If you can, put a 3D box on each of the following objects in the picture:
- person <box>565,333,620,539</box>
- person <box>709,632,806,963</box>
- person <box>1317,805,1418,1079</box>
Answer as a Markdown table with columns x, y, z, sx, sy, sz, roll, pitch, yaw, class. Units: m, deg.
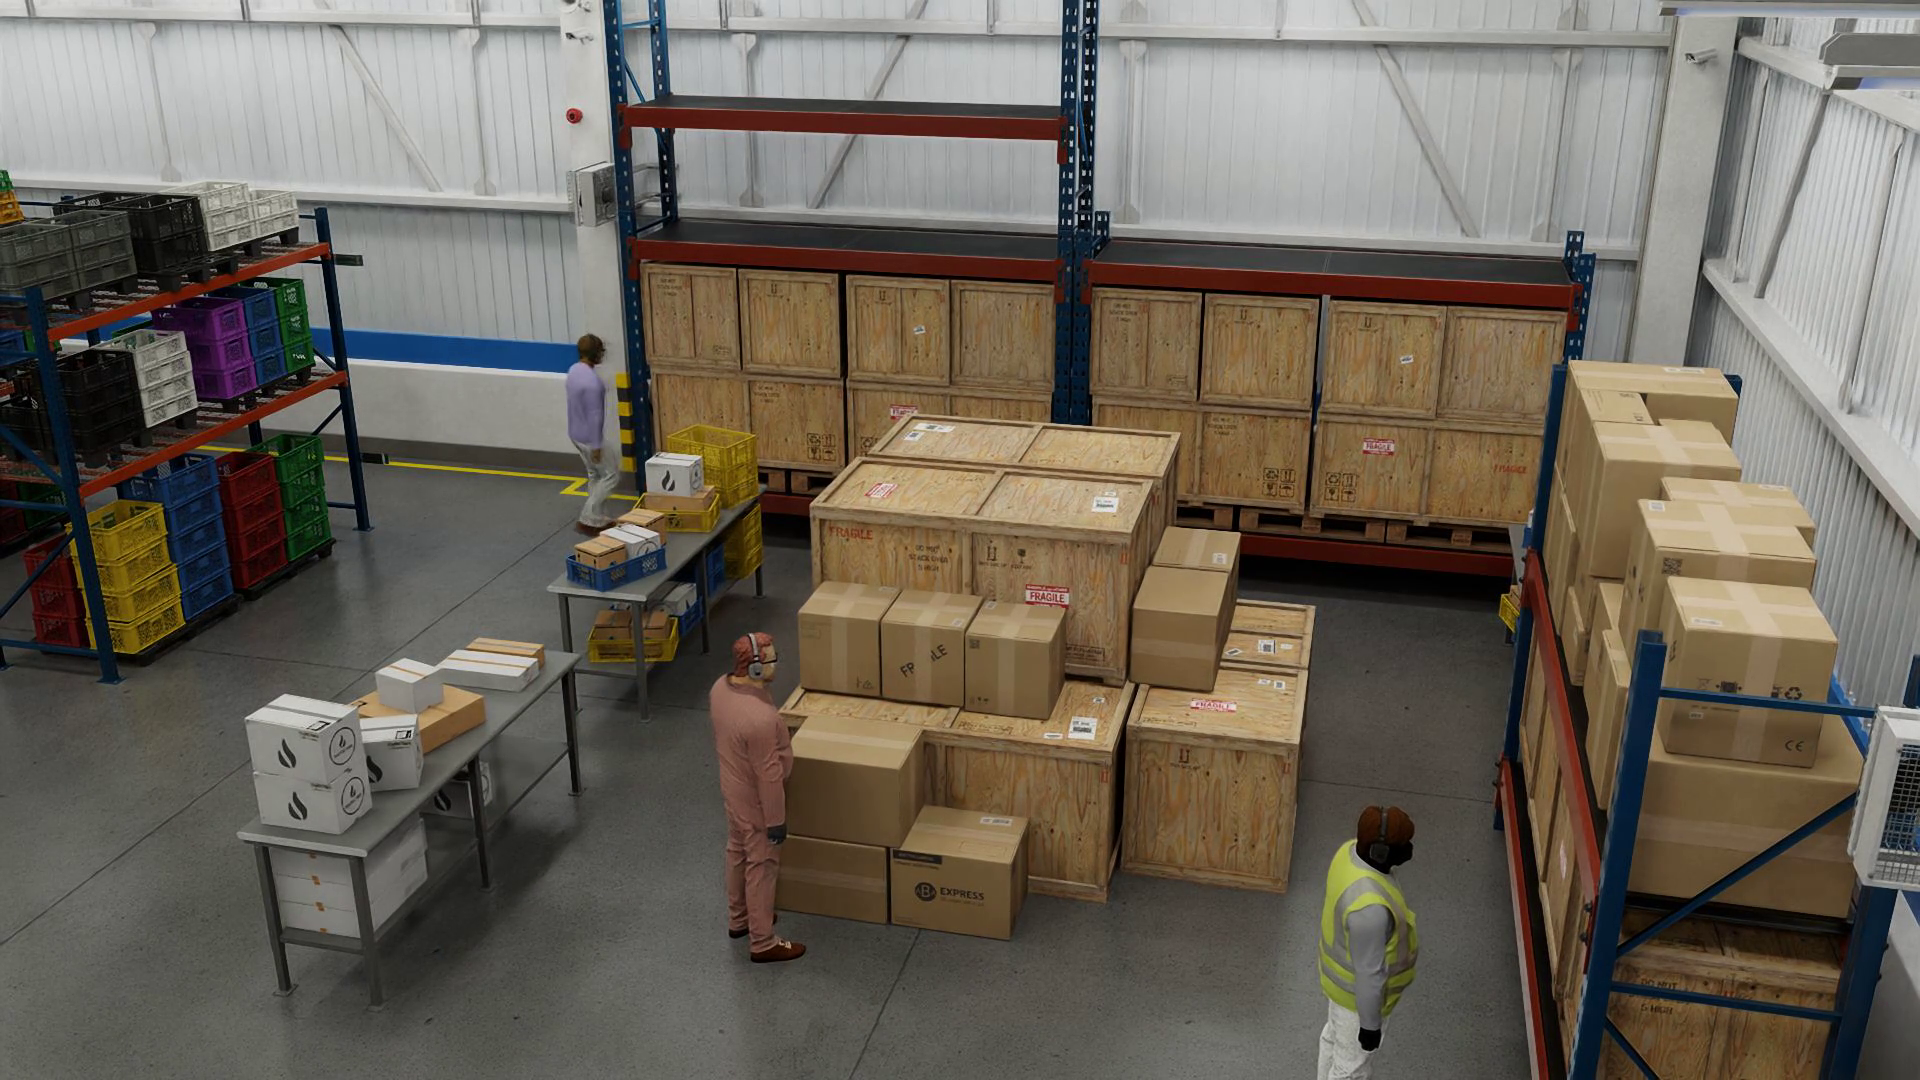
| x | y | z | sx | sy | sz | roll | pitch | yaw | class |
| --- | --- | --- | --- | --- | --- | --- | --- | --- | --- |
| -3.361 | -0.912 | 15.108 | 0.643 | 1.924 | 0.693 | -12 | 24 | -29 | person |
| -1.100 | 1.388 | 9.103 | 0.401 | 1.906 | 0.651 | -12 | 24 | -28 | person |
| 1.836 | 2.020 | 7.539 | 0.429 | 1.842 | 0.632 | 2 | 21 | 5 | person |
